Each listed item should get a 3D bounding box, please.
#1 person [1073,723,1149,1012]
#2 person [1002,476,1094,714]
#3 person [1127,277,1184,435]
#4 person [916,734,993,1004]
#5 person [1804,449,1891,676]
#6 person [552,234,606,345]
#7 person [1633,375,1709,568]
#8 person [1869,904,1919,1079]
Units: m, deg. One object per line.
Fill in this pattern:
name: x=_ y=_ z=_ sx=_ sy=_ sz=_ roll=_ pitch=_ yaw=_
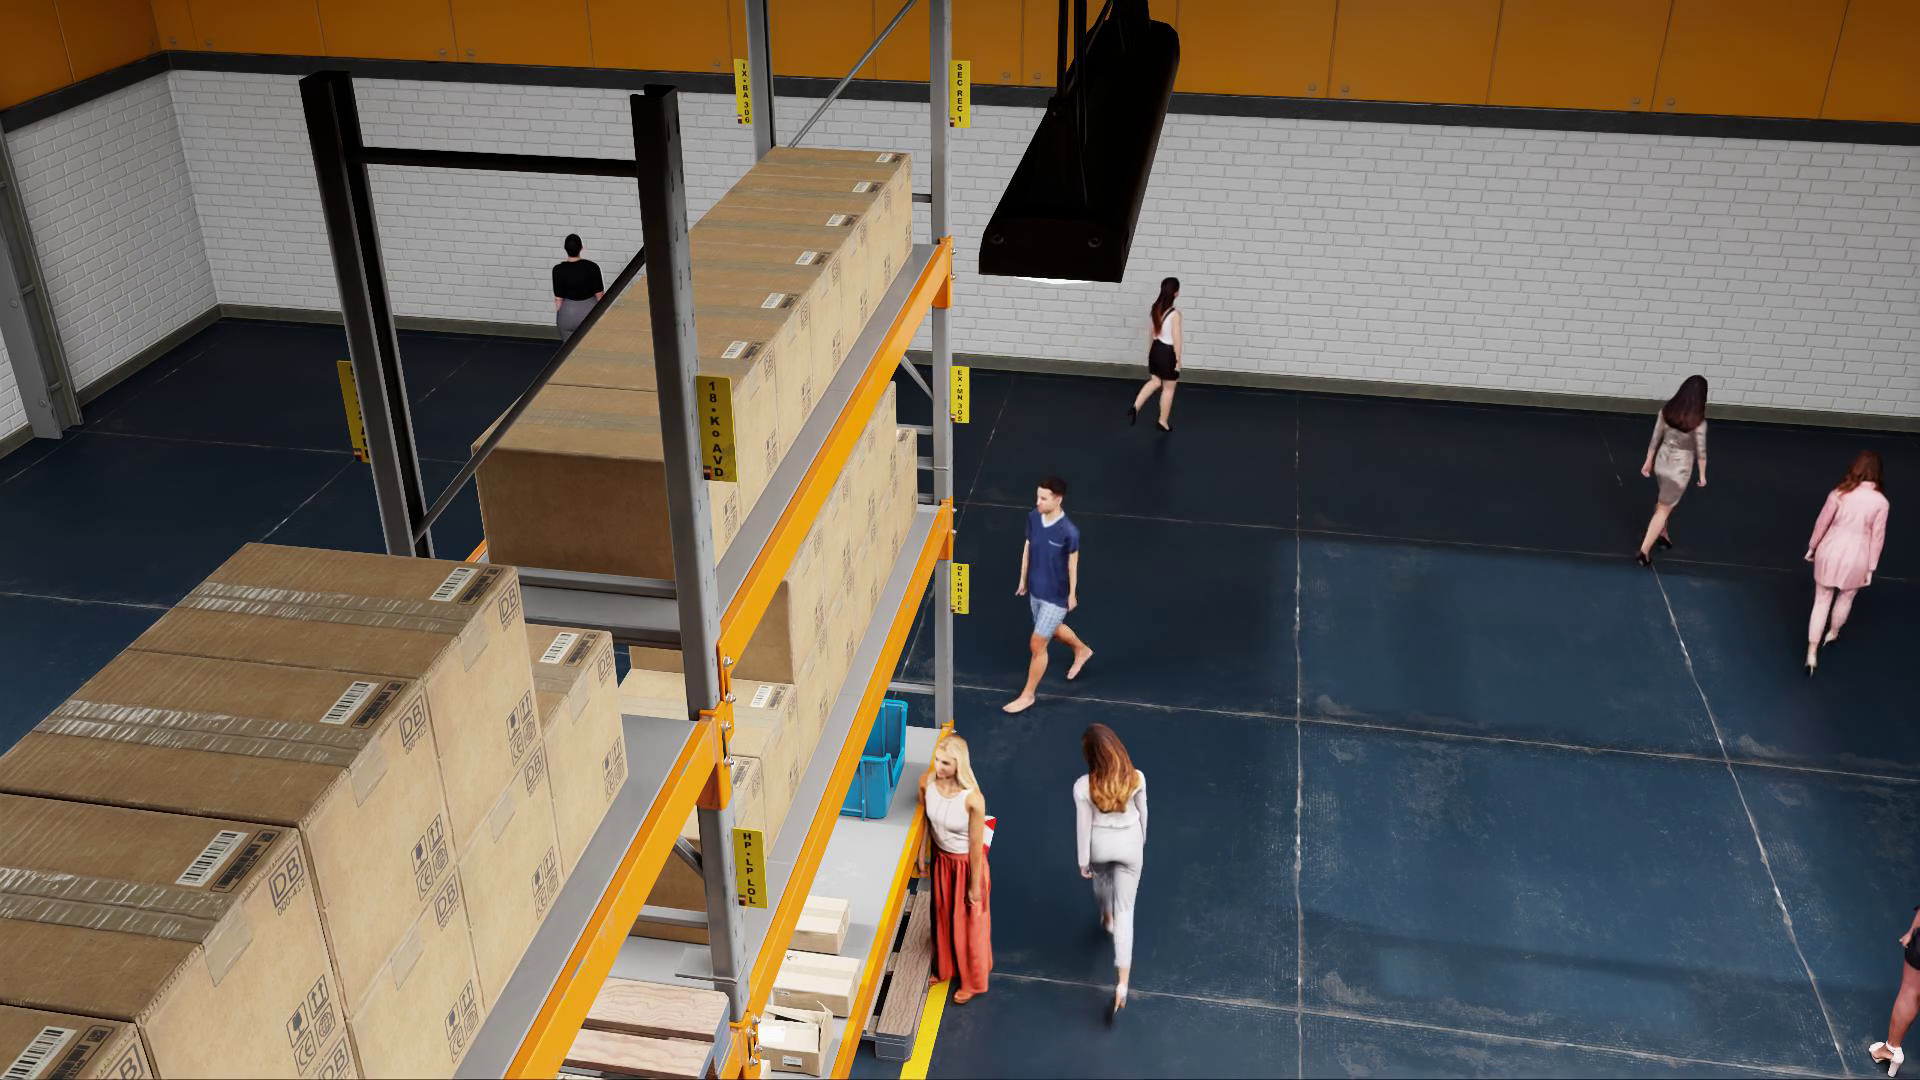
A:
person: x=0.885 y=1.878 z=9.452 sx=0.743 sy=1.704 sz=1.179 roll=1 pitch=29 yaw=2
person: x=0.716 y=0.369 z=12.160 sx=1.213 sy=1.760 sz=1.109 roll=-21 pitch=35 yaw=-33
person: x=1.918 y=-1.743 z=16.160 sx=0.902 sy=1.636 sz=0.835 roll=-19 pitch=34 yaw=-31
person: x=-0.009 y=1.842 z=9.416 sx=0.716 sy=1.800 sz=0.742 roll=20 pitch=34 yaw=32
person: x=6.579 y=0.204 z=12.452 sx=0.871 sy=1.770 sz=1.057 roll=18 pitch=33 yaw=29
person: x=-3.869 y=-2.267 z=16.994 sx=0.768 sy=1.756 sz=0.768 roll=-7 pitch=29 yaw=-13
person: x=5.877 y=-0.532 z=13.850 sx=0.930 sy=1.723 sz=0.884 roll=-15 pitch=32 yaw=-26
person: x=5.261 y=2.148 z=8.867 sx=0.557 sy=1.788 sz=0.524 roll=5 pitch=29 yaw=10
